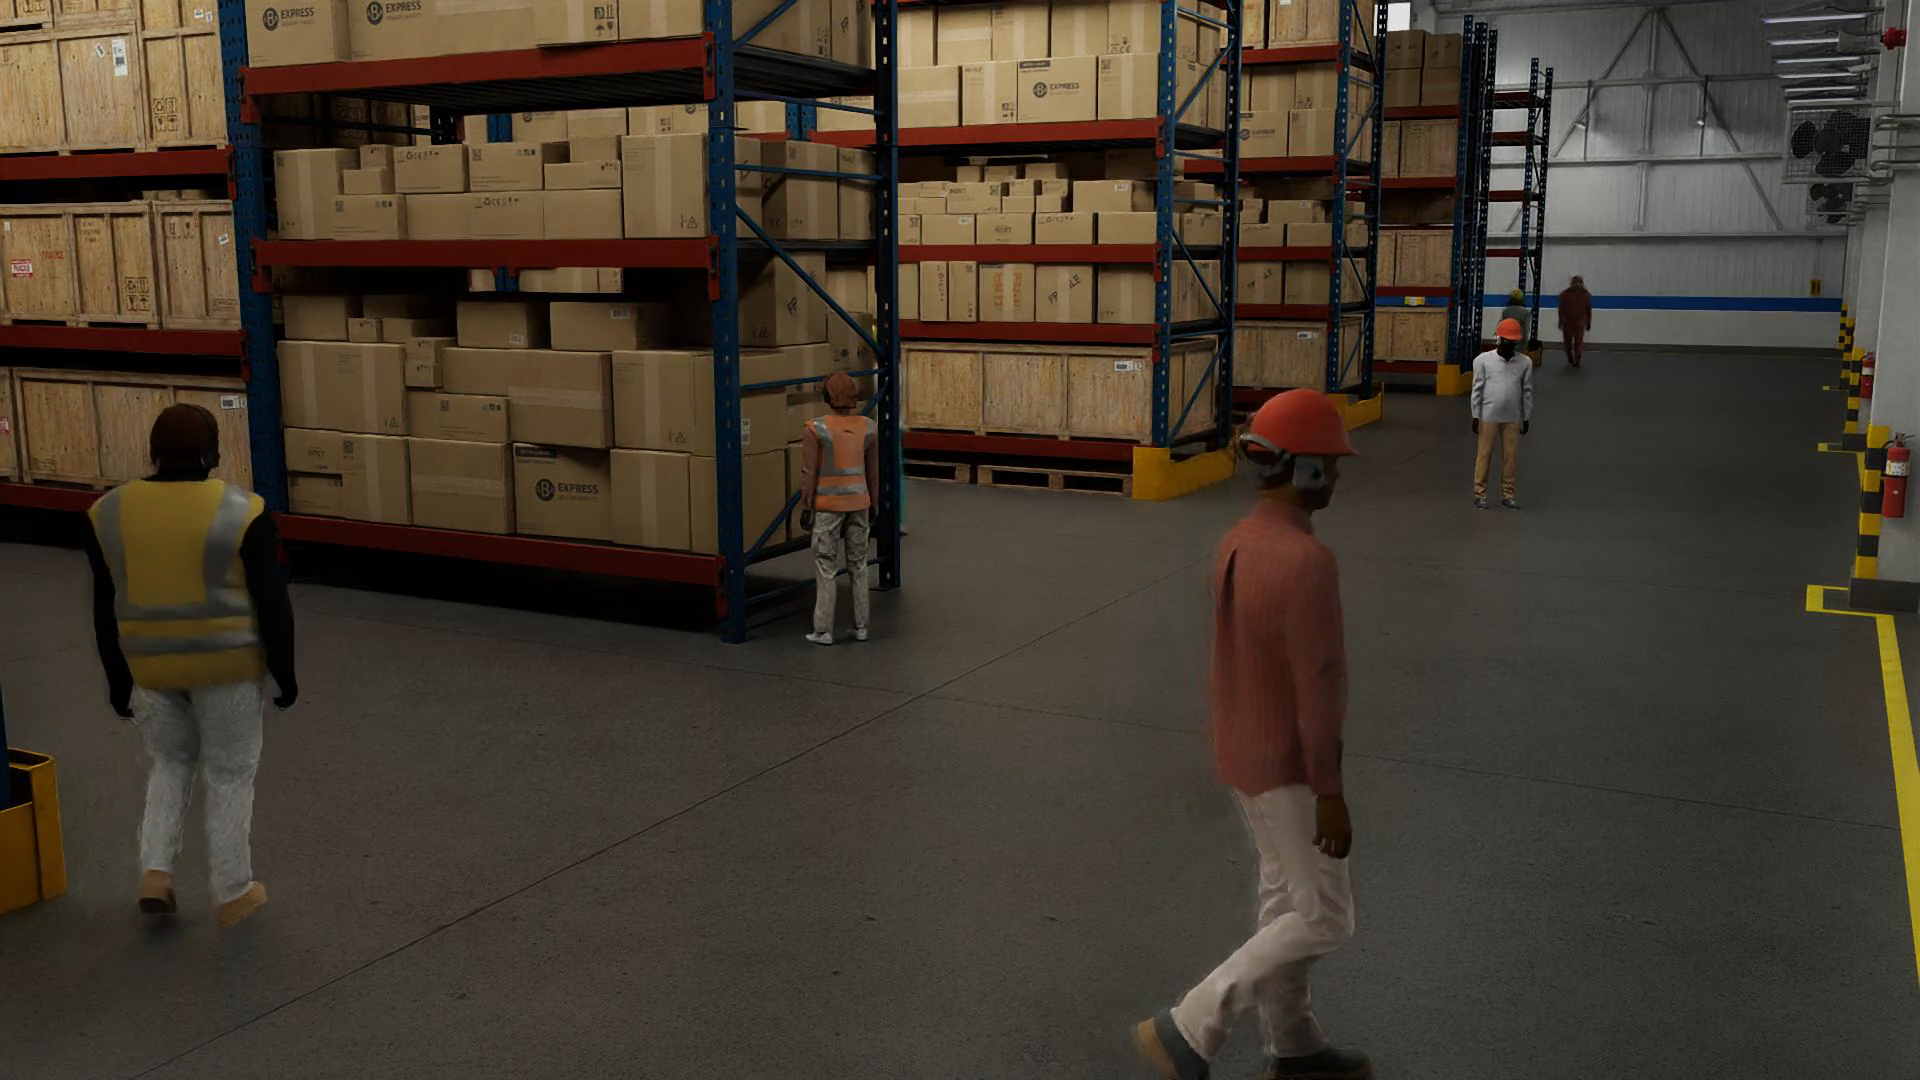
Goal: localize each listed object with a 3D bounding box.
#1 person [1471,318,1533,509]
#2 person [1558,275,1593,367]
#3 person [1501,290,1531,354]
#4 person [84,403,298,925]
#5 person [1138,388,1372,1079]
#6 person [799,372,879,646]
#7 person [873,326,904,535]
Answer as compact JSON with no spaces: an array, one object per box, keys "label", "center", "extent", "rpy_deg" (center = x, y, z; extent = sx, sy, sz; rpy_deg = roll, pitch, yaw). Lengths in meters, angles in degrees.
[{"label":"person","center":[4.935,-1.141,15.146],"extent":[0.564,1.743,0.348],"rpy_deg":[0,10,0]},{"label":"person","center":[12.707,-4.531,34.338],"extent":[0.667,1.891,0.650],"rpy_deg":[6,11,29]},{"label":"person","center":[9.534,-3.447,28.613],"extent":[0.500,1.701,0.883],"rpy_deg":[4,11,24]},{"label":"person","center":[-2.622,0.444,5.741],"extent":[0.633,1.831,0.433],"rpy_deg":[0,10,0]},{"label":"person","center":[0.837,0.586,4.448],"extent":[0.679,1.978,0.663],"rpy_deg":[-2,10,-9]},{"label":"person","center":[-0.709,-0.182,9.921],"extent":[0.525,1.632,0.314],"rpy_deg":[-6,12,-33]},{"label":"person","center":[-0.772,-0.917,13.853],"extent":[0.878,1.722,0.549],"rpy_deg":[9,13,43]}]
